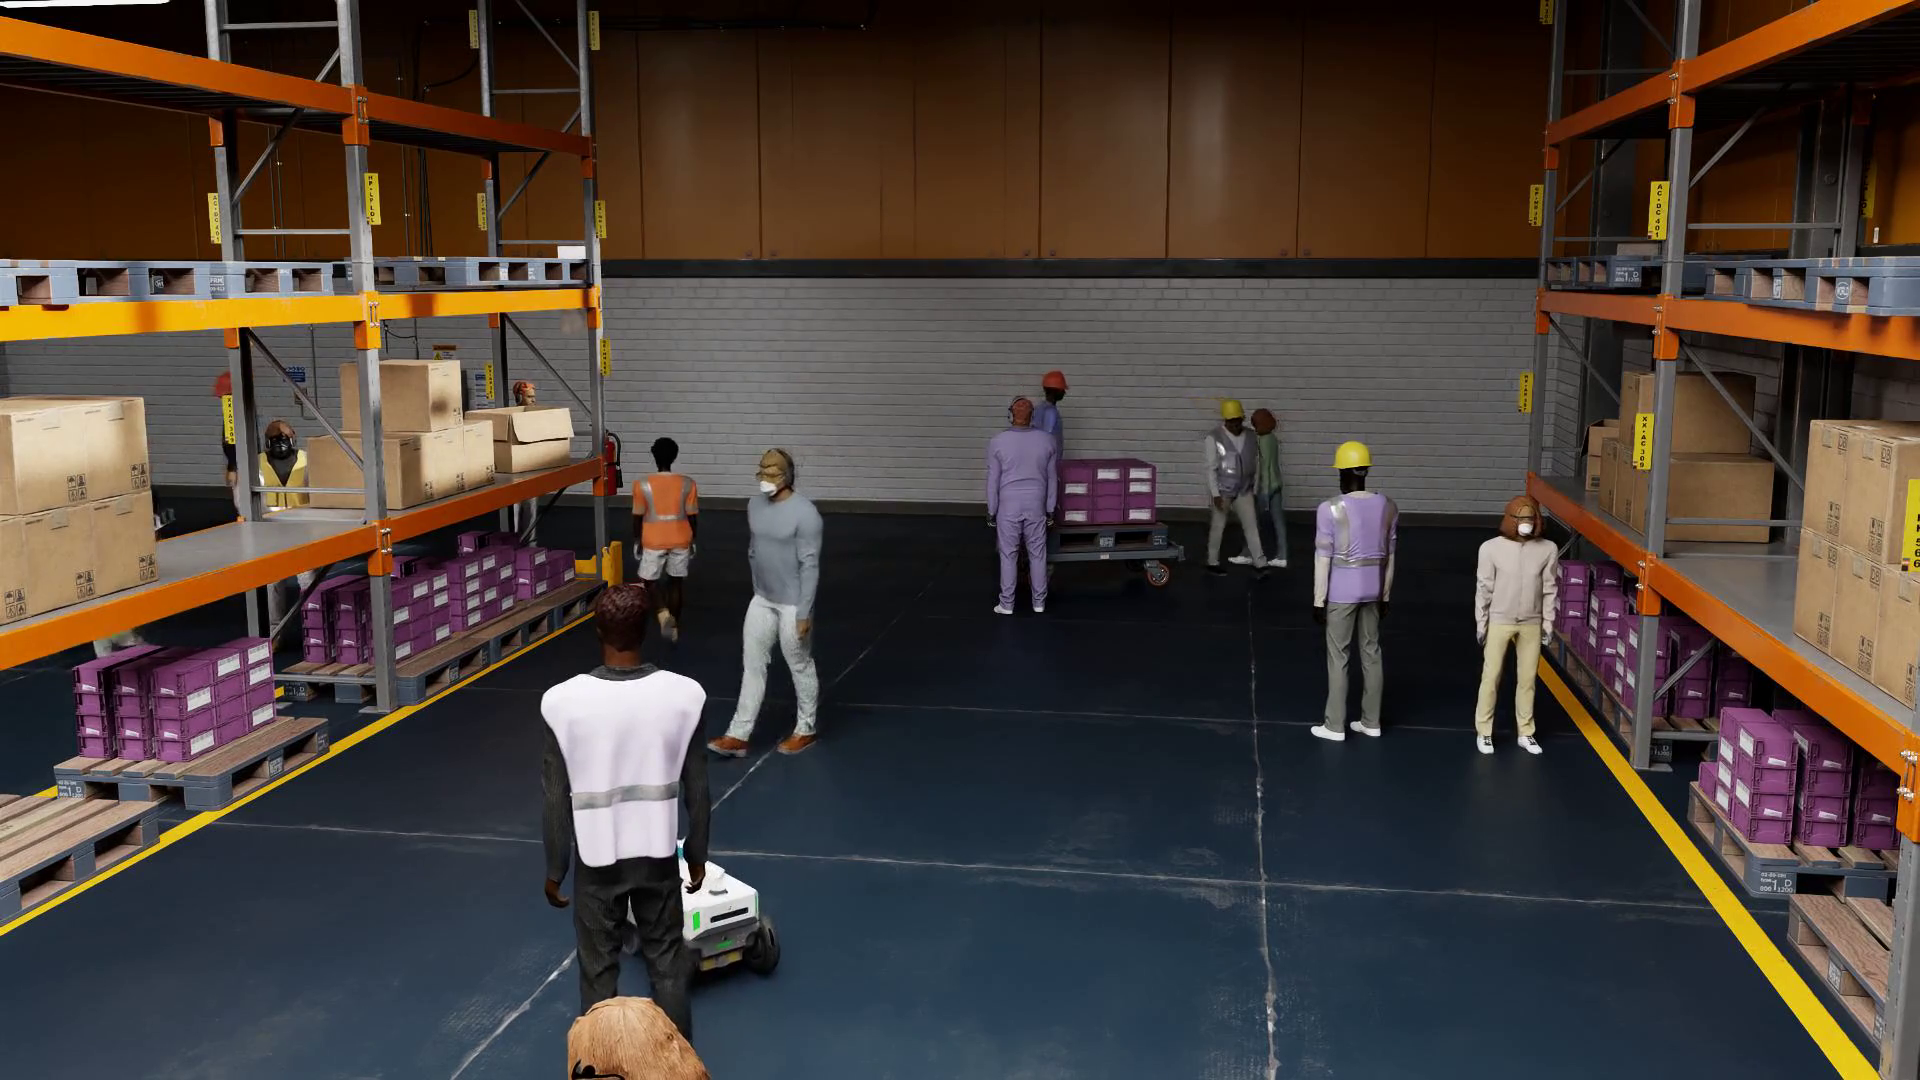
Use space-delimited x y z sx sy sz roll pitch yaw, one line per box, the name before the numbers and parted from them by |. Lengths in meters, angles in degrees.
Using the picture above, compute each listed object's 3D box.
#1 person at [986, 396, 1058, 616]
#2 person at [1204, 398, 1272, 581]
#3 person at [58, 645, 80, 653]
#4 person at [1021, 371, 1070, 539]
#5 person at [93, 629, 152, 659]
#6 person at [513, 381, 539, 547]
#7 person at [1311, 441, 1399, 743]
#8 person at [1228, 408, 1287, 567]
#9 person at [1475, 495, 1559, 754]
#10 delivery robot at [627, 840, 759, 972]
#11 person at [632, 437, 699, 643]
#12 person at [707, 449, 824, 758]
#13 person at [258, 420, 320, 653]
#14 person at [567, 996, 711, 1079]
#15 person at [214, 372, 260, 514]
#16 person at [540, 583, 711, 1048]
person | 0.529 -0.292 14.446 0.644 1.913 0.408 -2 9 -13
person | 2.657 -0.481 16.057 0.614 1.770 0.848 -3 10 -18
person | -7.046 -0.052 12.923 0.647 1.926 0.506 -2 9 -12
person | 0.969 -0.881 18.073 0.537 1.936 0.558 -2 9 -12
person | -6.175 0.169 11.923 0.496 1.815 0.606 -9 13 -43
person | -4.448 -0.679 16.943 0.347 1.879 0.579 5 10 28
person | 2.495 0.328 10.607 0.588 1.918 0.396 -4 10 -21
person | 3.021 -0.530 16.818 0.696 1.603 0.535 6 11 31
person | 3.429 0.527 10.283 0.493 1.625 0.285 0 9 0
delivery robot | -1.167 1.527 7.110 0.477 0.478 0.707 -7 12 -38
person | -2.314 0.025 13.190 0.538 1.674 0.563 -4 10 -21
person | -1.163 0.410 10.095 0.658 1.913 0.805 8 12 39
person | -5.275 -0.025 13.045 0.620 1.836 0.429 -4 10 -21
person | -0.609 1.670 3.233 0.298 1.623 0.503 2 9 10
person | -7.536 -0.801 17.499 0.363 1.956 0.793 -1 9 -9
person | -1.163 1.107 5.856 0.595 1.908 0.403 -4 10 -23
